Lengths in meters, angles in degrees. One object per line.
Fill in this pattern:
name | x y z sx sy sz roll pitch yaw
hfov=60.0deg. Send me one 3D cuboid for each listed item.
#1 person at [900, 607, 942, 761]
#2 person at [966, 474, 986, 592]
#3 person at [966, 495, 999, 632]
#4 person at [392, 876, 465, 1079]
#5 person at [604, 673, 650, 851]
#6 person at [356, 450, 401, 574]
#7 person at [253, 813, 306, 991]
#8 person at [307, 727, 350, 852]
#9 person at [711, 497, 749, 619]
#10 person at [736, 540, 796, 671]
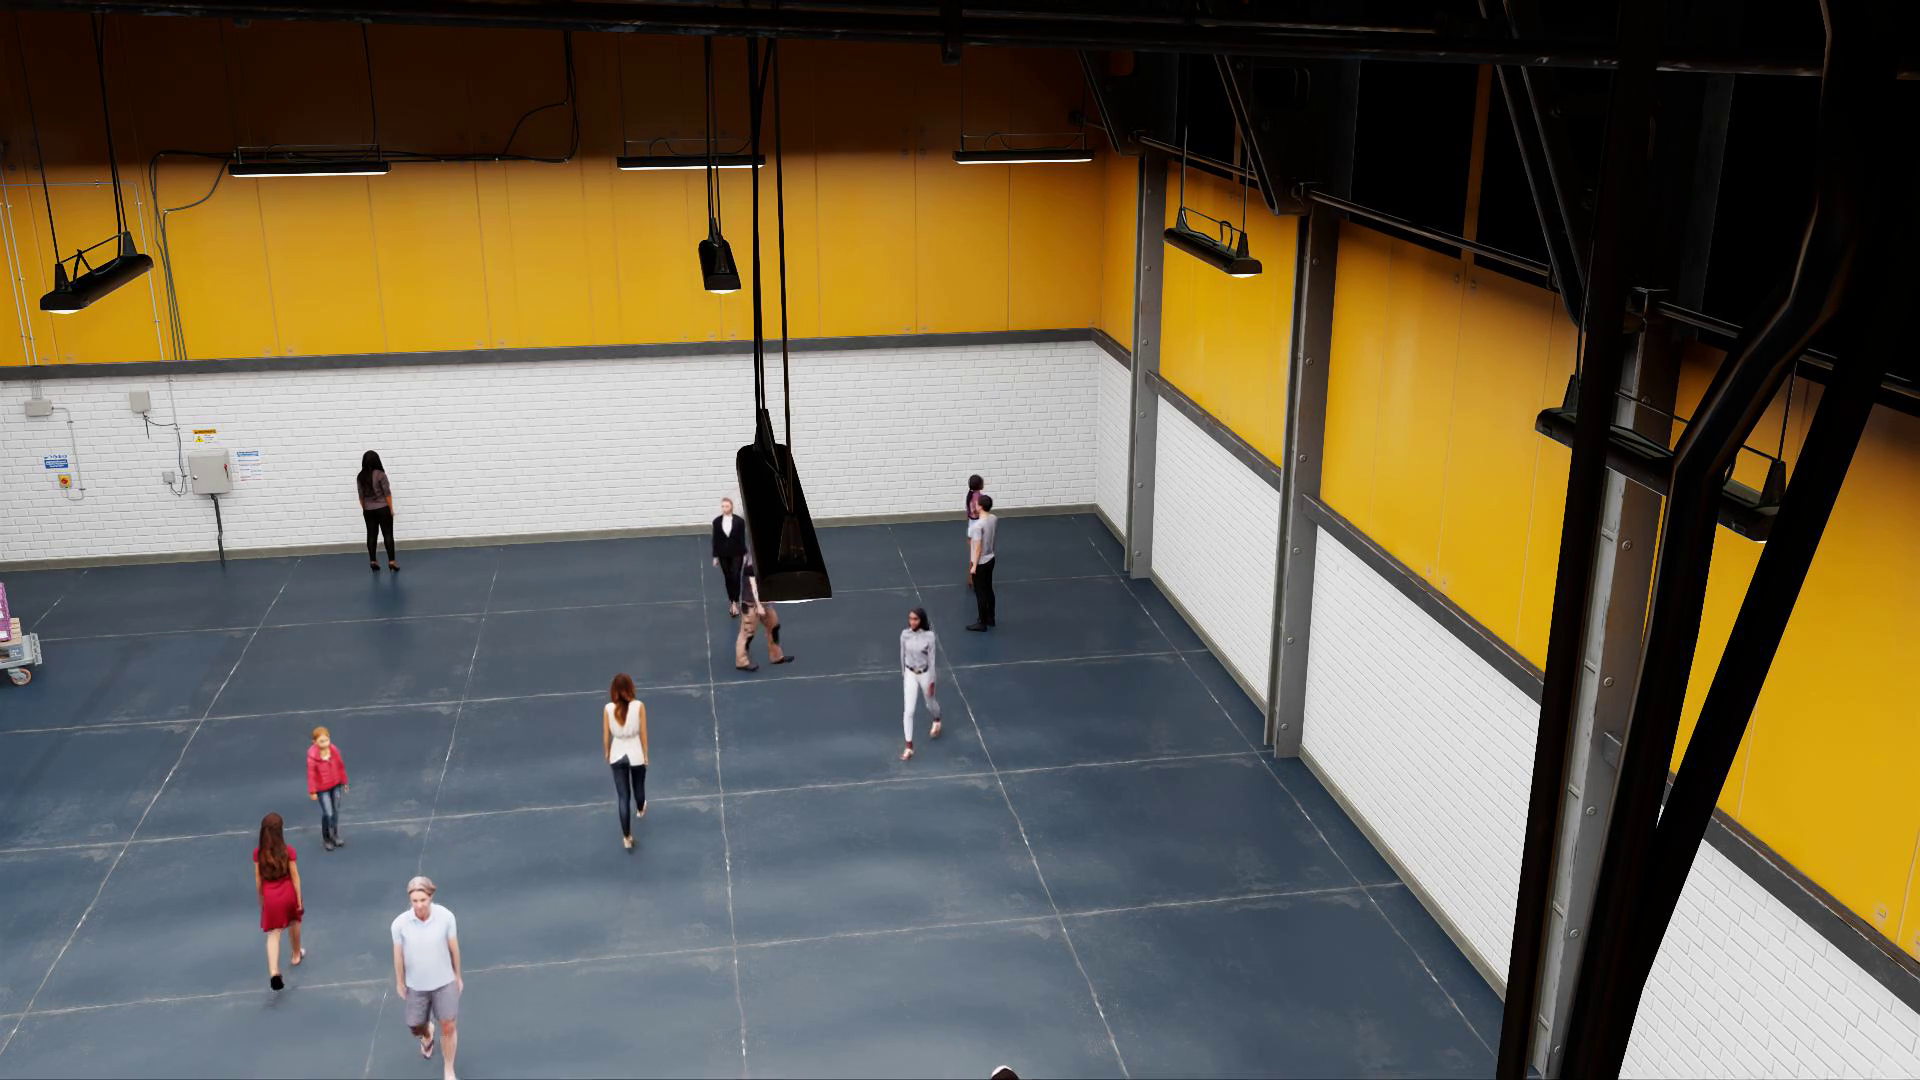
person | -0.408 1.552 18.663 0.961 1.690 1.212 6 19 17
person | 0.225 -0.105 23.512 0.743 1.737 0.586 -13 23 -34
person | 0.317 0.295 22.122 0.801 1.865 0.716 10 21 28
person | -4.117 3.404 12.965 0.702 1.817 0.909 -6 19 -16
person | -3.315 2.238 16.557 0.607 1.735 1.114 -3 19 -8
person | -8.499 -0.413 24.261 0.717 1.842 0.700 2 19 7
person | -5.870 3.111 14.299 0.576 1.521 1.001 -4 19 -13
person | -6.340 2.447 16.603 0.654 1.308 0.601 15 24 37
person | -3.111 0.209 22.653 0.699 1.689 0.697 1 19 2
person | -2.648 0.766 20.806 0.933 1.813 0.984 3 19 8
